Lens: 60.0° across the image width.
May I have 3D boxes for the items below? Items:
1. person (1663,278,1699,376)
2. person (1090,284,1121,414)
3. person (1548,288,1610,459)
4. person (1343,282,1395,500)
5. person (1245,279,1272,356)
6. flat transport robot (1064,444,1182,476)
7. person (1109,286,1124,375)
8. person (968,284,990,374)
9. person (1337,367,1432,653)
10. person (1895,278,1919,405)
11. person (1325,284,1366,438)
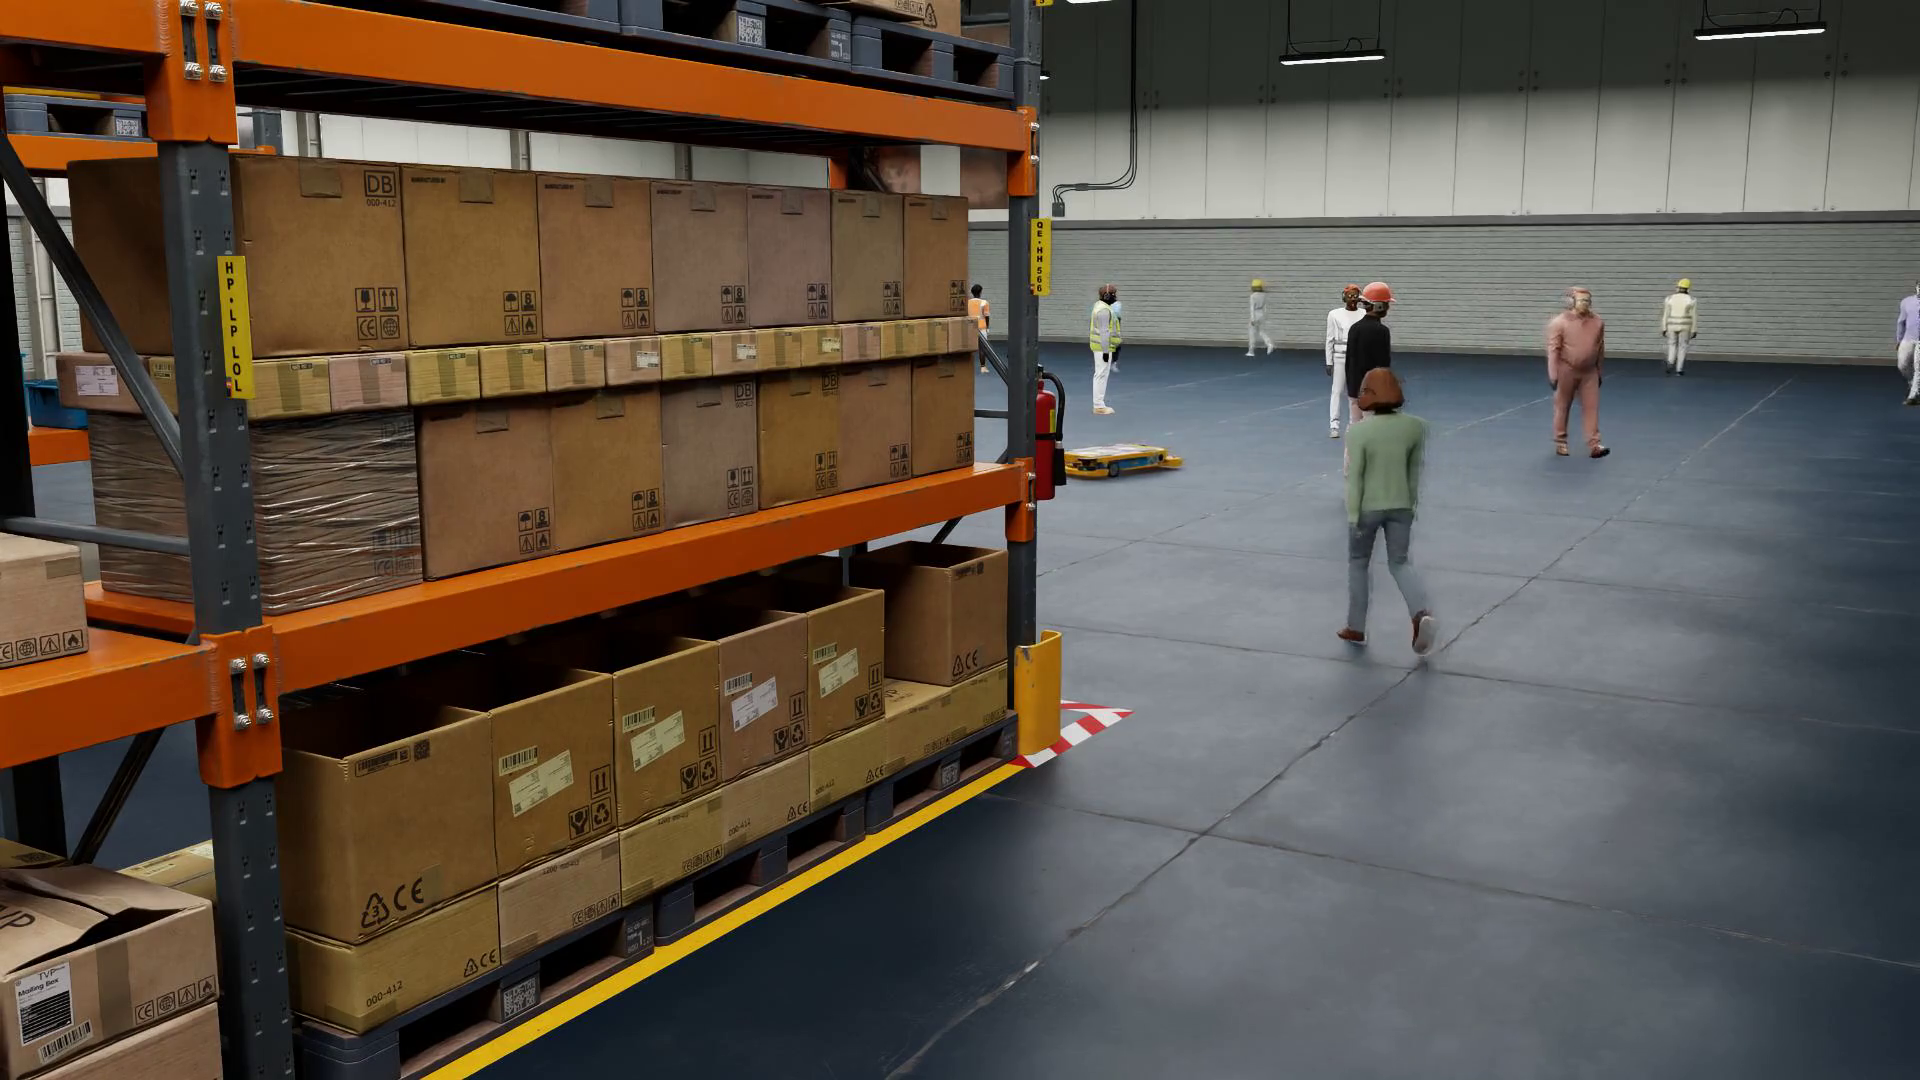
[{"bbox_3d":[13.418,-3.955,30.948,0.615,1.813,0.437,8,12,39],"label":"person"},{"bbox_3d":[2.052,-2.692,23.525,0.430,1.836,0.629,0,10,1],"label":"person"},{"bbox_3d":[6.824,-1.822,18.304,0.681,1.863,0.935,-1,10,-3],"label":"person"},{"bbox_3d":[3.710,-1.328,15.045,0.392,1.995,0.612,-3,10,-17],"label":"person"},{"bbox_3d":[6.642,-4.944,36.991,0.493,1.727,0.640,-6,11,-31],"label":"person"},{"bbox_3d":[1.578,-0.834,17.195,1.431,0.197,0.652,-9,13,-41],"label":"flat transport robot"},{"bbox_3d":[2.813,-3.930,31.218,0.535,1.677,0.377,-4,10,-20],"label":"person"},{"bbox_3d":[0.312,-4.003,31.595,0.533,1.692,0.322,3,10,18],"label":"person"},{"bbox_3d":[2.407,-0.166,9.367,0.504,1.610,0.674,-2,10,-14],"label":"person"},{"bbox_3d":[14.370,-2.980,24.912,0.536,1.929,0.646,-7,12,-35],"label":"person"},{"bbox_3d":[4.778,-2.191,20.431,0.583,1.882,0.350,0,10,-2],"label":"person"}]
